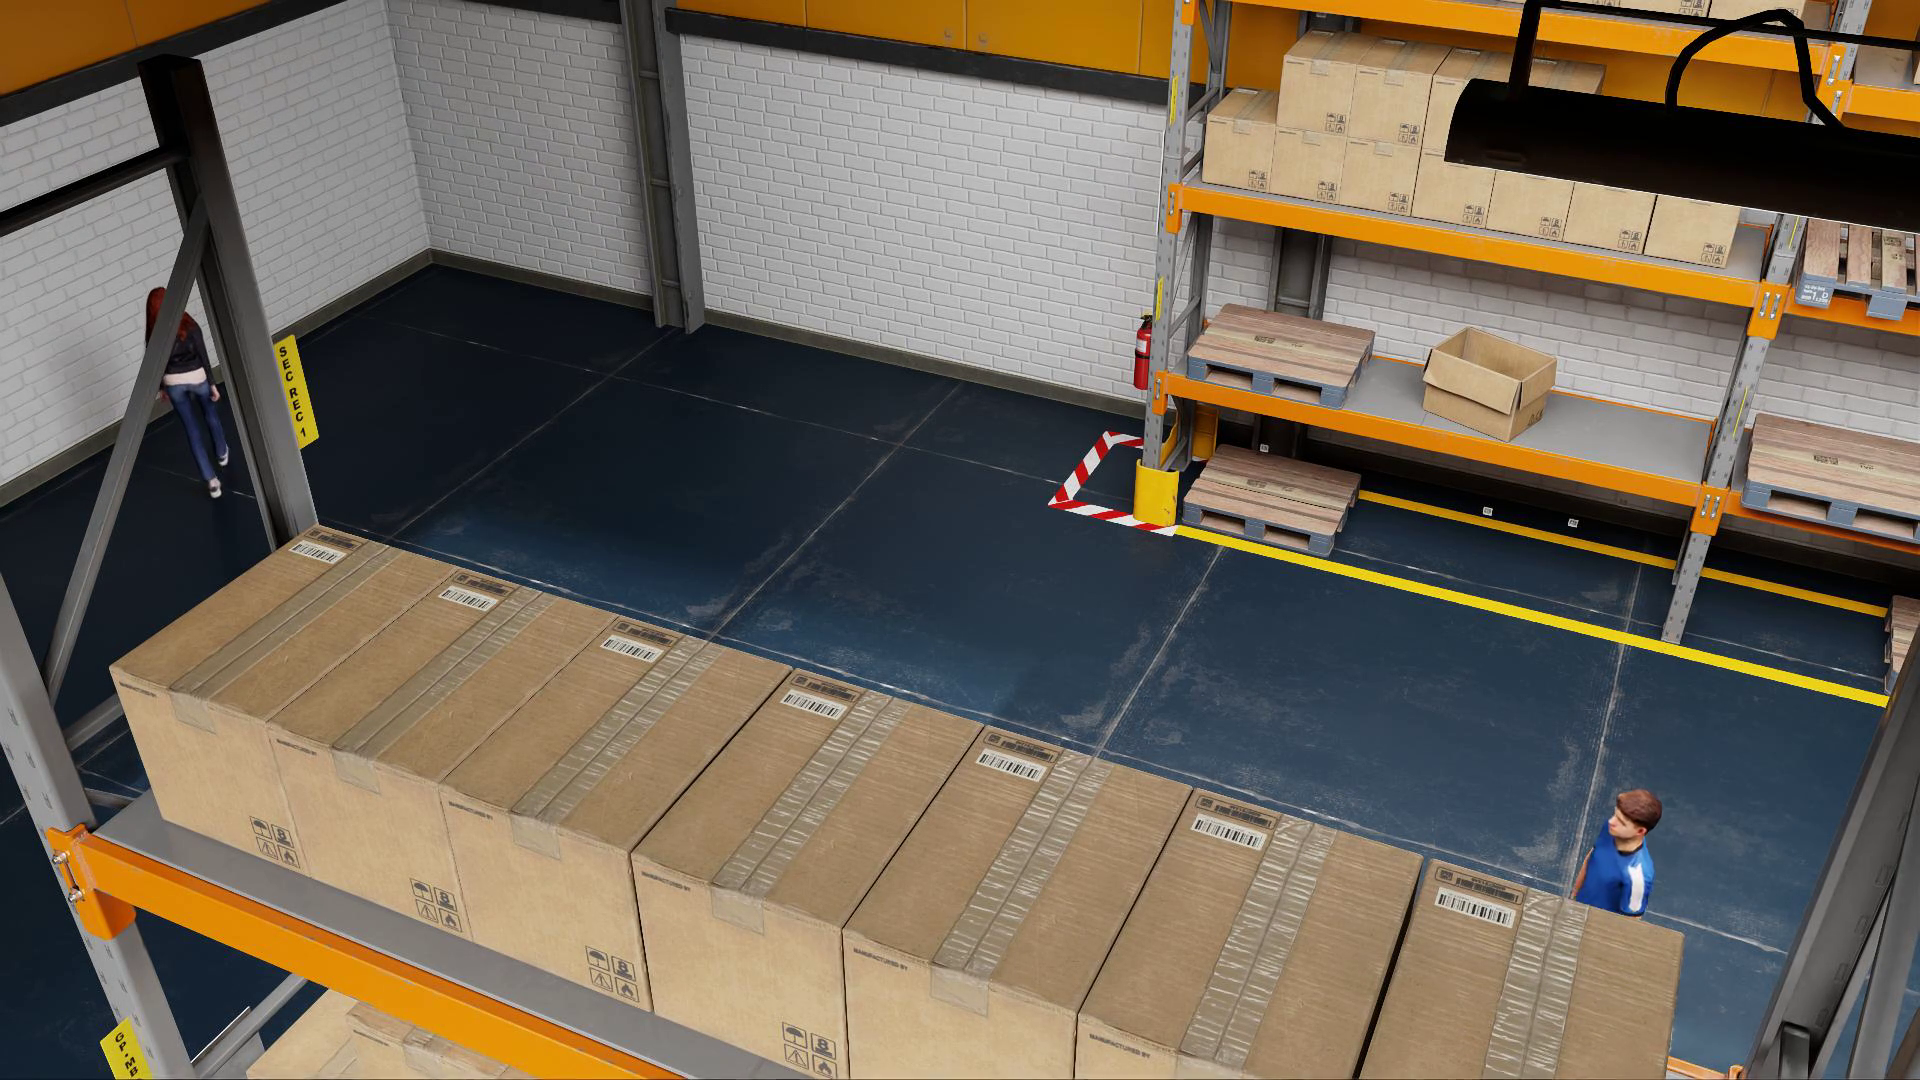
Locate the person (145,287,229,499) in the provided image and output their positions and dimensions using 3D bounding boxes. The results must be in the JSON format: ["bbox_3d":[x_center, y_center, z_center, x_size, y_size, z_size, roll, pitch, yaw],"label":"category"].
[{"bbox_3d":[-6.140,-1.146,13.242,1.014,1.751,1.096,-12,36,-18],"label":"person"}]

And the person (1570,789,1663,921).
[{"bbox_3d":[3.339,1.981,8.465,1.303,1.830,0.948,3,34,4],"label":"person"}]
